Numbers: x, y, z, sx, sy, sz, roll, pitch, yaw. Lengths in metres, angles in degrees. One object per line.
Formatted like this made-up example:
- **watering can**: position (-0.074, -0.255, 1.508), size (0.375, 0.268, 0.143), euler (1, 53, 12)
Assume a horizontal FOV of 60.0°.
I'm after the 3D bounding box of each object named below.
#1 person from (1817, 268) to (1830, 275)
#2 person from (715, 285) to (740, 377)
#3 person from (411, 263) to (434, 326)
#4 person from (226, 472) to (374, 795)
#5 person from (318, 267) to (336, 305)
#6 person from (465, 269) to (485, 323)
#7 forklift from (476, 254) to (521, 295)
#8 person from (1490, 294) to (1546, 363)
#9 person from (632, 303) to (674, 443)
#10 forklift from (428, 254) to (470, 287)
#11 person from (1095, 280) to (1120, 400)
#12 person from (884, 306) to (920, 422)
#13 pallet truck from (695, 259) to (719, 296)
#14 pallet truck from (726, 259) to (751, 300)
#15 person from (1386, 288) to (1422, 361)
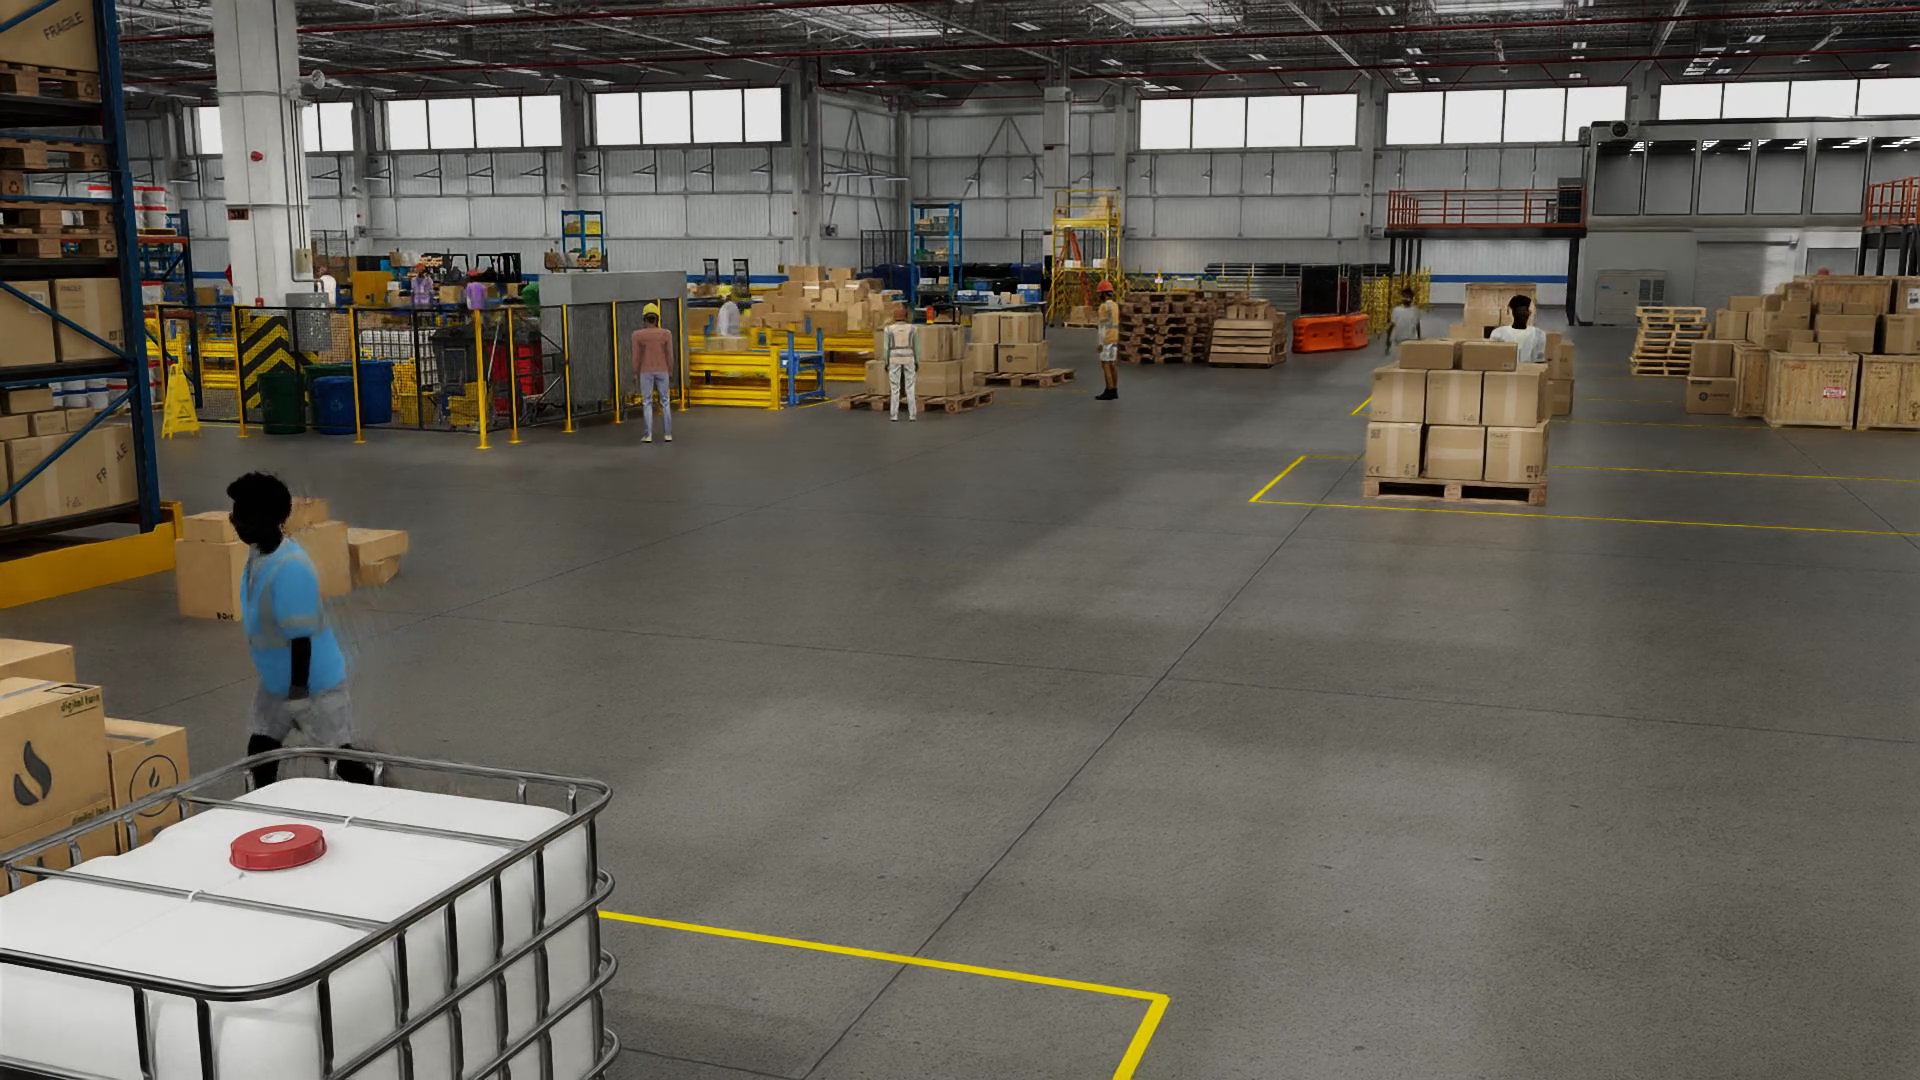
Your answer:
- **person**: position (18.787, -4.926, 36.306), size (0.395, 1.994, 0.612), euler (-9, 13, -41)
- **person**: position (-4.036, -3.487, 28.728), size (0.484, 1.813, 0.600), euler (3, 11, 18)
- **person**: position (-13.827, -6.089, 42.724), size (0.616, 2.039, 0.386), euler (2, 10, 11)
- **person**: position (-2.605, 0.536, 6.496), size (0.859, 1.638, 0.541), euler (-9, 13, -41)
- **person**: position (-17.672, -6.661, 46.379), size (0.396, 1.899, 0.644), euler (4, 11, 19)
- **person**: position (-11.659, -5.512, 39.814), size (0.704, 1.912, 0.582), euler (7, 12, 34)
- **forklift**: position (-17.990, -10.121, 64.684), size (1.157, 1.987, 2.680), euler (3, 11, 17)
- **person**: position (6.064, -1.690, 18.157), size (0.614, 1.965, 0.361), euler (2, 10, 8)
- **person**: position (-3.895, -2.115, 21.119), size (0.523, 1.769, 0.317), euler (-4, 11, -20)
- **forklift**: position (-20.133, -10.254, 65.465), size (1.157, 1.987, 2.680), euler (3, 11, 19)
- **person**: position (2.364, -3.239, 26.976), size (0.378, 1.932, 0.551), euler (5, 11, 27)
- **person**: position (-0.827, -2.496, 23.626), size (0.513, 1.639, 0.311), euler (-1, 10, -4)
- **pallet truck**: position (-9.165, -9.627, 62.776), size (0.823, 1.965, 1.885), euler (4, 11, 23)
- **pallet truck**: position (-7.986, -9.493, 62.019), size (0.823, 1.965, 1.885), euler (3, 11, 17)
- **person**: position (7.271, -3.222, 27.228), size (0.531, 1.824, 0.969), euler (5, 11, 25)
